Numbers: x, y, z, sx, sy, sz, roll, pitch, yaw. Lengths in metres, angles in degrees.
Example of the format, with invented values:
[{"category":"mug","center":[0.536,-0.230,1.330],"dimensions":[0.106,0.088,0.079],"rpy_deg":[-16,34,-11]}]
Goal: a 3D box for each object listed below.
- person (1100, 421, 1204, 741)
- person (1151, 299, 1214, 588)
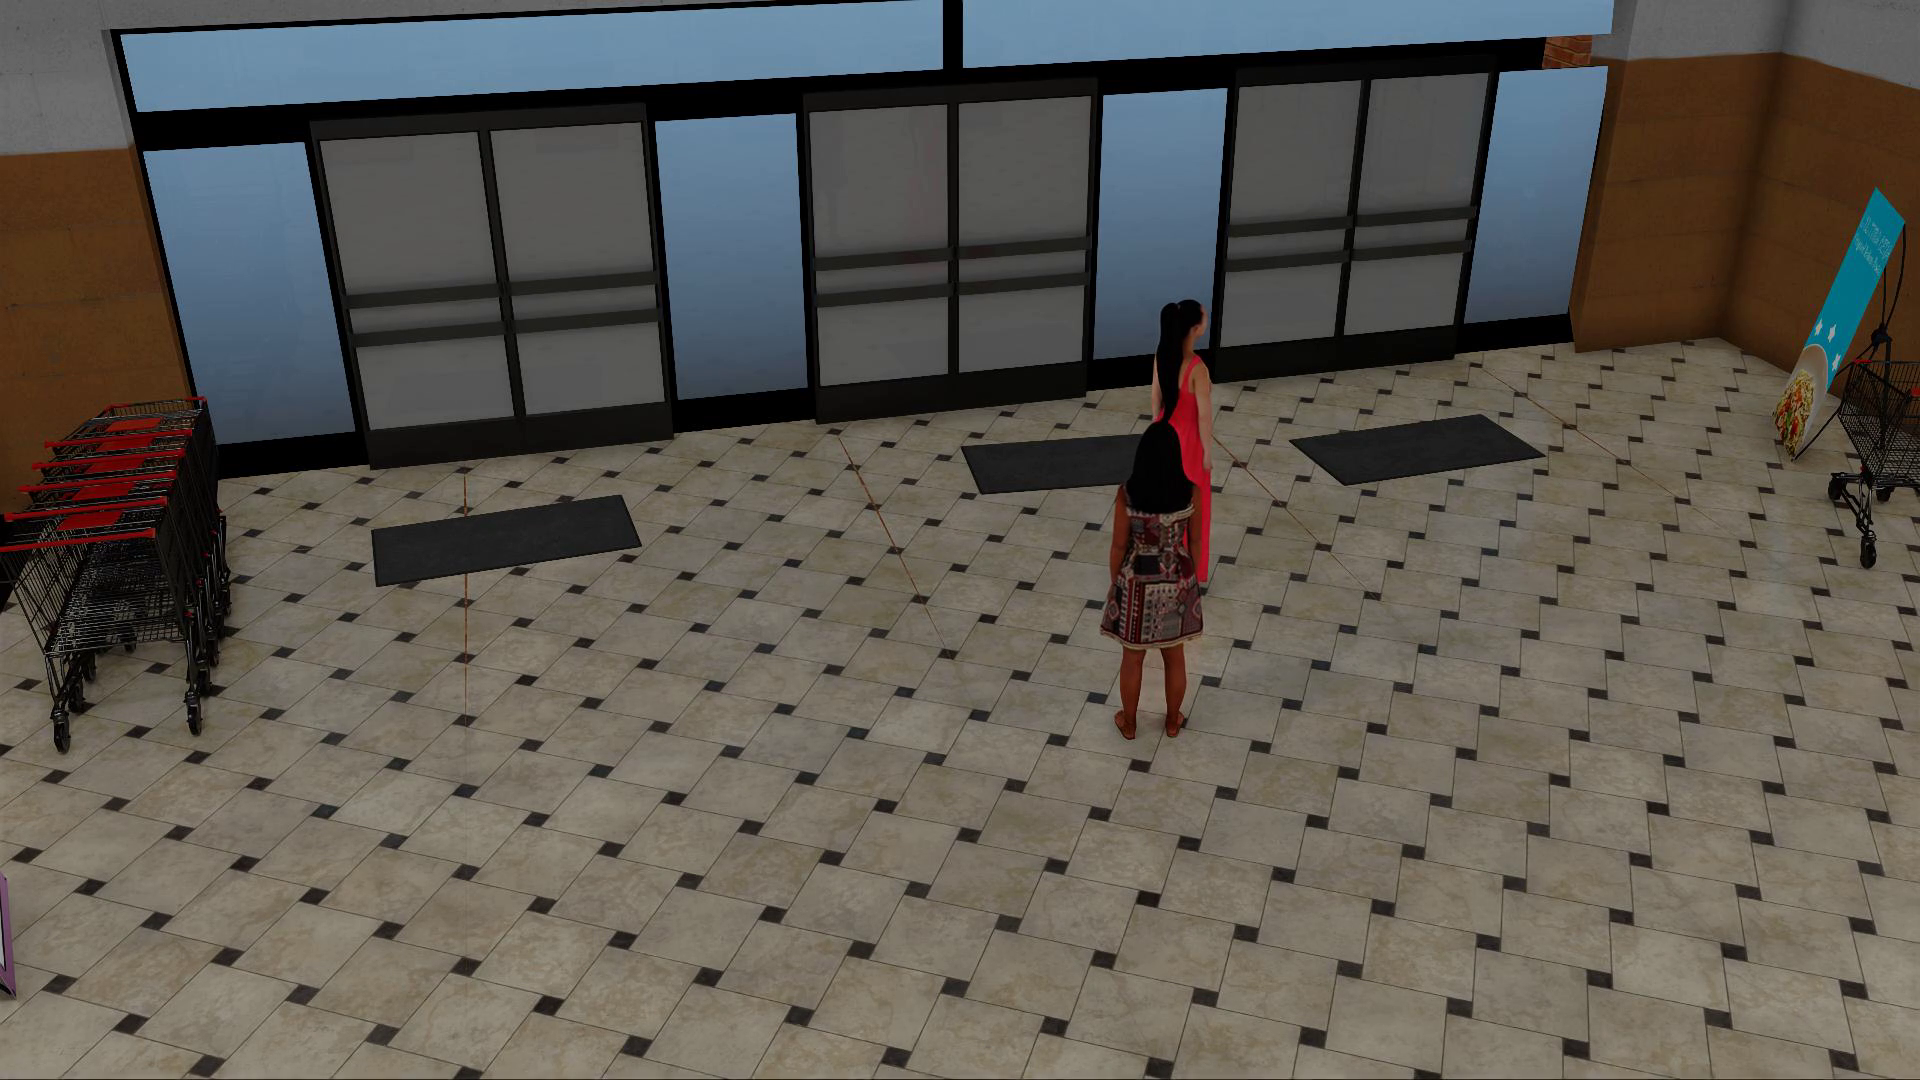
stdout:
[{"category":"person","center":[0.918,0.205,7.883],"dimensions":[0.700,1.645,0.617],"rpy_deg":[-1,27,-1]},{"category":"person","center":[1.208,-0.505,9.194],"dimensions":[0.754,1.727,0.632],"rpy_deg":[-19,32,-32]}]
